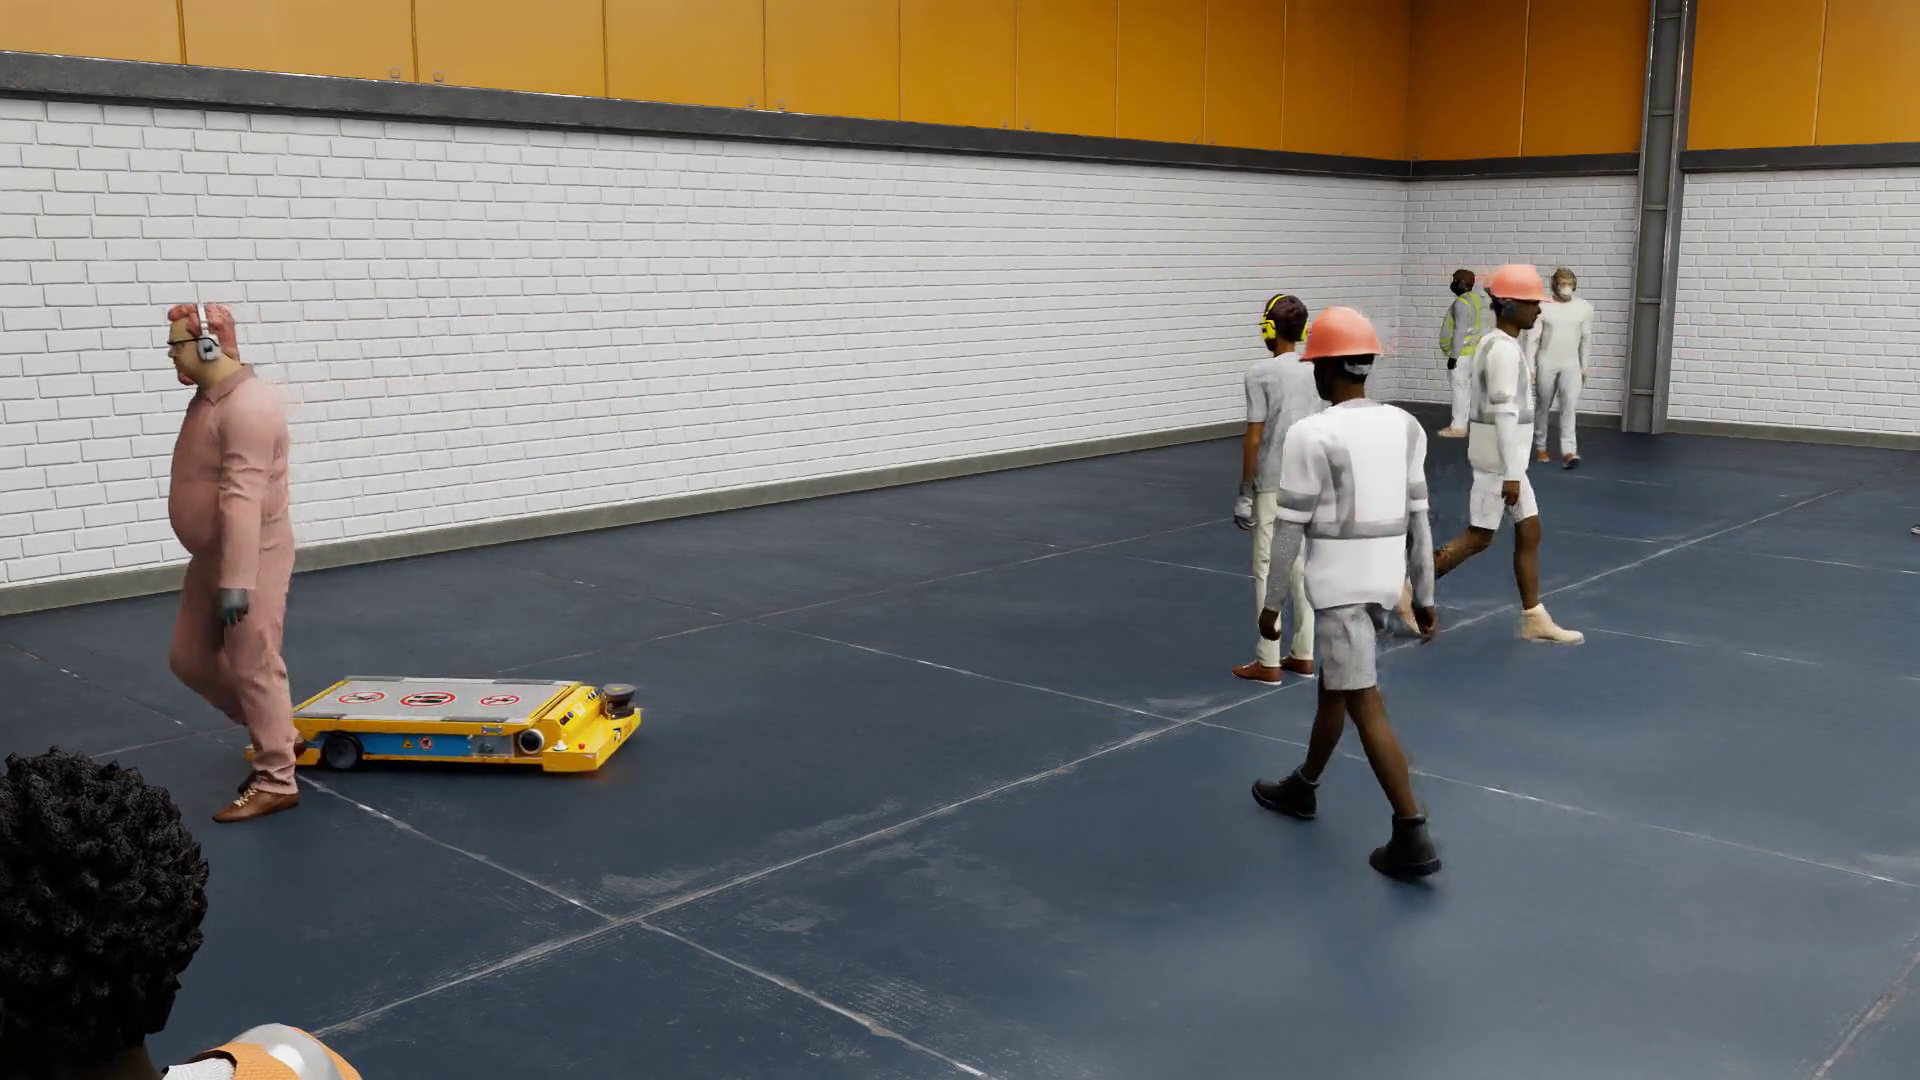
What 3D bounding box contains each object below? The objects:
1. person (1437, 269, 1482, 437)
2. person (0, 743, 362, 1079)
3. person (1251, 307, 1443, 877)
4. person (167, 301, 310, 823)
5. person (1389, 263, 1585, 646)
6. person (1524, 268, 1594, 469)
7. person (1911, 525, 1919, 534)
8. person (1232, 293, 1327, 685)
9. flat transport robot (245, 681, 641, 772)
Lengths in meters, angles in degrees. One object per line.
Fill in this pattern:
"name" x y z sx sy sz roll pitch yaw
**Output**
"person" 5.497 -2.054 18.335 0.429 1.847 0.627 5 11 27
"person" -0.671 0.998 1.398 0.320 1.694 0.532 3 10 18
"person" 1.349 0.161 5.651 0.543 1.883 0.998 -6 12 -30
"person" -2.641 0.088 6.010 0.426 1.888 0.651 -9 13 -41
"person" 2.755 -0.436 8.682 0.986 2.007 0.622 3 10 17
"person" 5.682 -1.630 15.811 0.655 1.879 1.042 1 10 4
"person" 7.121 -0.908 11.874 0.403 1.826 0.591 -2 10 -12
"person" 1.535 -0.237 7.956 0.523 1.863 0.326 -6 12 -30
"flat transport robot" -2.106 0.747 6.861 1.431 0.197 0.652 1 10 5
